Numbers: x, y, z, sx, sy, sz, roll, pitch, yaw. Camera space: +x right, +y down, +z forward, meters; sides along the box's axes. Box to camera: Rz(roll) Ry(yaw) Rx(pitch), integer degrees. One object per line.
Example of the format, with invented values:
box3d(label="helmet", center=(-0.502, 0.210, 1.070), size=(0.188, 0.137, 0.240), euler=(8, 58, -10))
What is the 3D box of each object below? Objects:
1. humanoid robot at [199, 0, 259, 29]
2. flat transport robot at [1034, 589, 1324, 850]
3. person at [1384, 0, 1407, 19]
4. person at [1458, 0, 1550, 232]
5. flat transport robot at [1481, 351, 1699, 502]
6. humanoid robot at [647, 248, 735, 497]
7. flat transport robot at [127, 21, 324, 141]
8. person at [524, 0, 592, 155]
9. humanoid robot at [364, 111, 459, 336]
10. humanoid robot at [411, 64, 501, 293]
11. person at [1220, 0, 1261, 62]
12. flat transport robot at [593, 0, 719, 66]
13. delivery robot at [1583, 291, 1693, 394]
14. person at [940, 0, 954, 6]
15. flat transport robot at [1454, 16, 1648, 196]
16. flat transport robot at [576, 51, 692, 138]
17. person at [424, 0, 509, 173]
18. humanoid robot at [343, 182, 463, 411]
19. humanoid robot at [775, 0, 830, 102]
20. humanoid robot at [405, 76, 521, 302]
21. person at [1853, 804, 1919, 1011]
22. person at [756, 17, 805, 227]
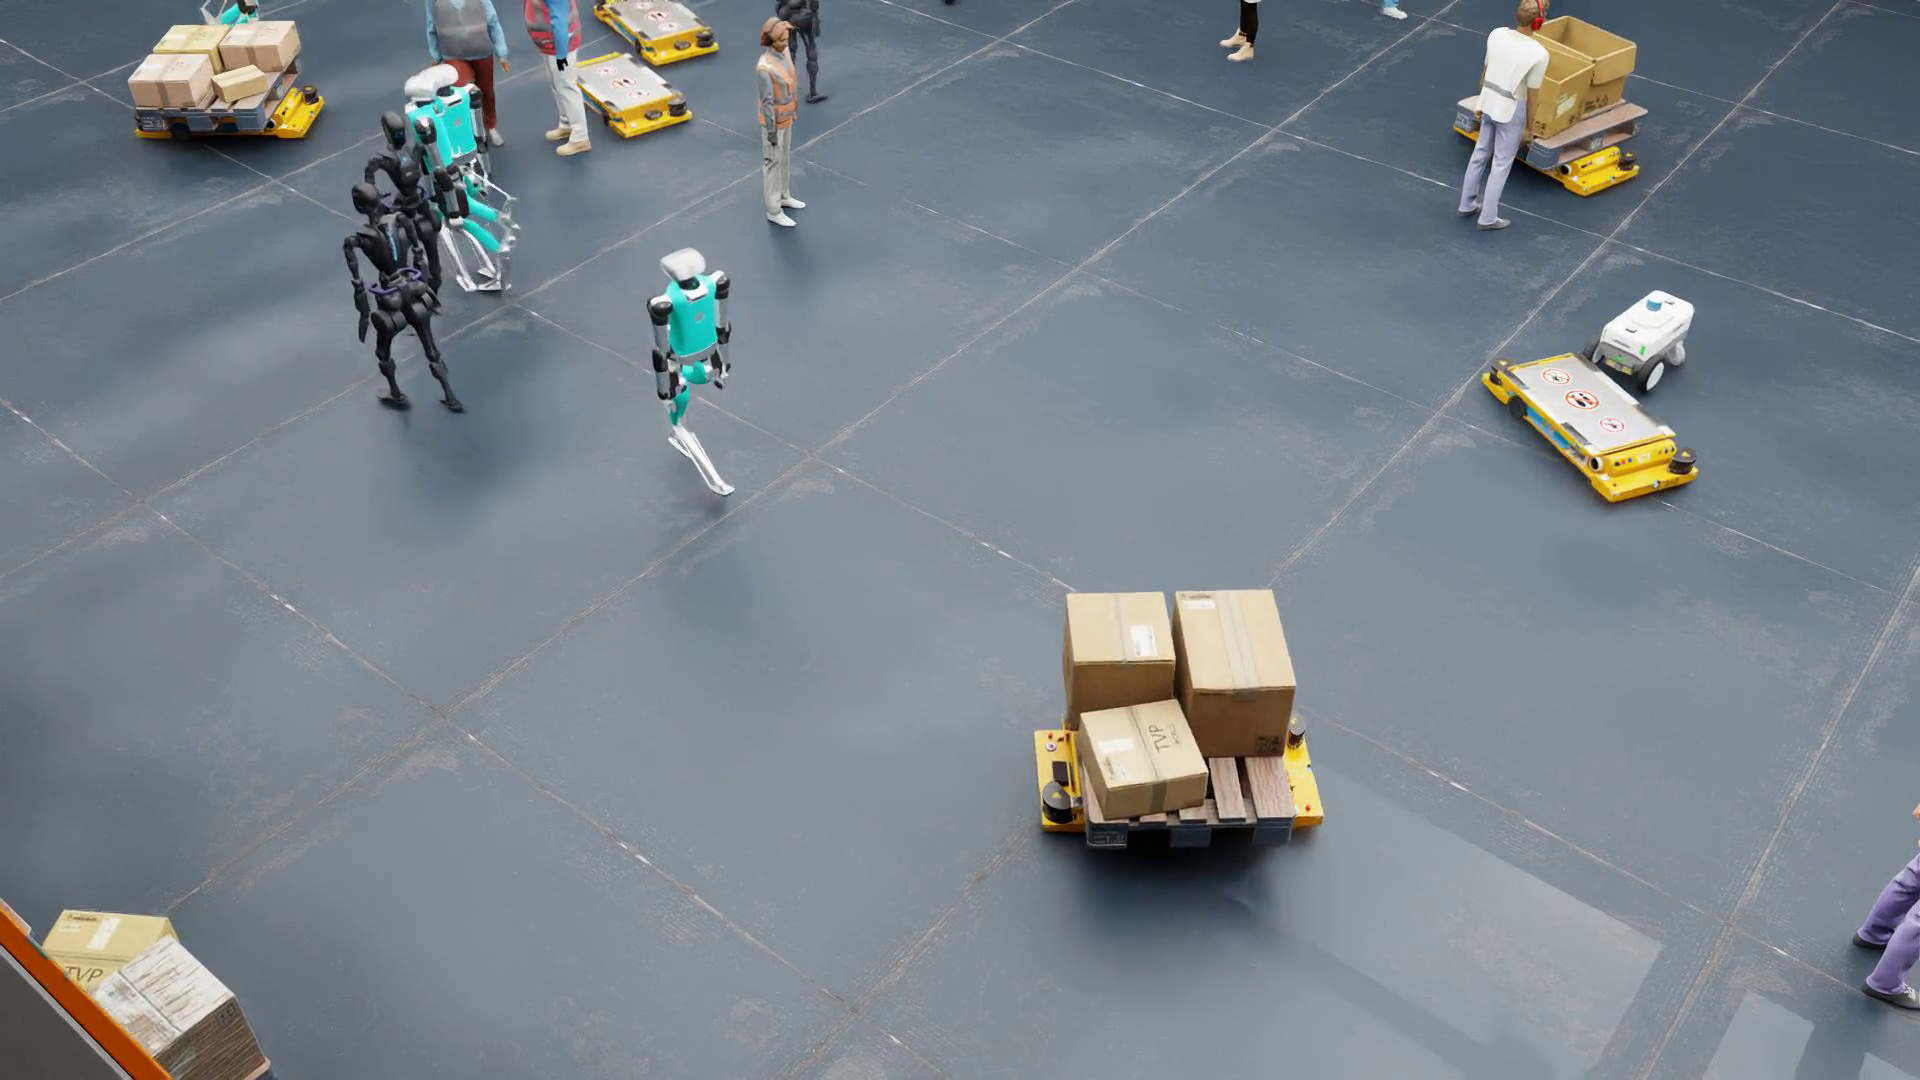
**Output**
box3d(label="humanoid robot", center=(-6.357, -4.720, 14.479), size=(0.811, 1.736, 0.544), euler=(-12, 42, -14))
box3d(label="flat transport robot", center=(1.123, 1.203, 8.663), size=(1.431, 0.231, 0.659), euler=(-1, 40, -1))
box3d(label="person", center=(4.081, -5.921, 15.945), size=(0.507, 1.685, 0.776), euler=(-23, 45, -24))
box3d(label="person", center=(4.137, -3.239, 12.680), size=(0.384, 1.838, 0.559), euler=(-20, 44, -22))
box3d(label="flat transport robot", center=(4.153, -0.798, 11.016), size=(0.659, 0.231, 1.431), euler=(-14, 42, -16))
box3d(label="humanoid robot", center=(-1.725, -1.081, 10.215), size=(0.537, 1.729, 1.014), euler=(-29, 48, -30))
box3d(label="flat transport robot", center=(-6.349, -3.718, 14.451), size=(1.431, 0.231, 0.659), euler=(0, 40, 0))
box3d(label="person", center=(-3.329, -4.092, 13.688), size=(0.431, 1.834, 0.637), euler=(-16, 43, -18))
box3d(label="humanoid robot", center=(-3.846, -2.244, 11.646), size=(0.611, 1.651, 0.355), euler=(-29, 48, -30))
box3d(label="humanoid robot", center=(-3.707, -2.639, 12.013), size=(0.688, 1.756, 0.530), euler=(31, 49, 31))
box3d(label="person", center=(2.619, -5.201, 15.092), size=(0.322, 1.696, 0.534), euler=(-2, 40, -2))
box3d(label="flat transport robot", center=(-2.916, -4.920, 15.866), size=(0.659, 0.231, 1.431), euler=(-22, 45, -24))
box3d(label="delivery robot", center=(4.721, -1.399, 11.516), size=(0.782, 0.611, 0.502), euler=(-32, 50, -32))
box3d(label="person", center=(-0.072, -6.127, 16.175), size=(0.527, 1.701, 0.929), euler=(20, 44, 21))
box3d(label="flat transport robot", center=(4.939, -3.344, 14.011), size=(0.659, 0.231, 1.431), euler=(-23, 46, -25))
box3d(label="flat transport robot", center=(-3.015, -3.985, 14.766), size=(0.659, 0.231, 1.431), euler=(-25, 46, -27))
box3d(label="person", center=(-3.957, -3.908, 13.477), size=(0.589, 1.816, 1.021), euler=(-15, 43, -17))
box3d(label="humanoid robot", center=(-3.680, -1.559, 10.840), size=(0.652, 1.640, 0.608), euler=(25, 46, 27))
box3d(label="humanoid robot", center=(-1.444, -4.666, 14.475), size=(0.363, 1.639, 0.592), euler=(-27, 47, -28))
box3d(label="humanoid robot", center=(-3.432, -2.426, 11.878), size=(0.711, 1.887, 0.533), euler=(-11, 42, -13))
box3d(label="person", center=(4.379, 1.346, 7.289), size=(0.390, 1.836, 0.559), euler=(10, 41, 11))
box3d(label="person", center=(-1.395, -3.235, 12.824), size=(0.314, 1.638, 0.515), euler=(8, 41, 10))
